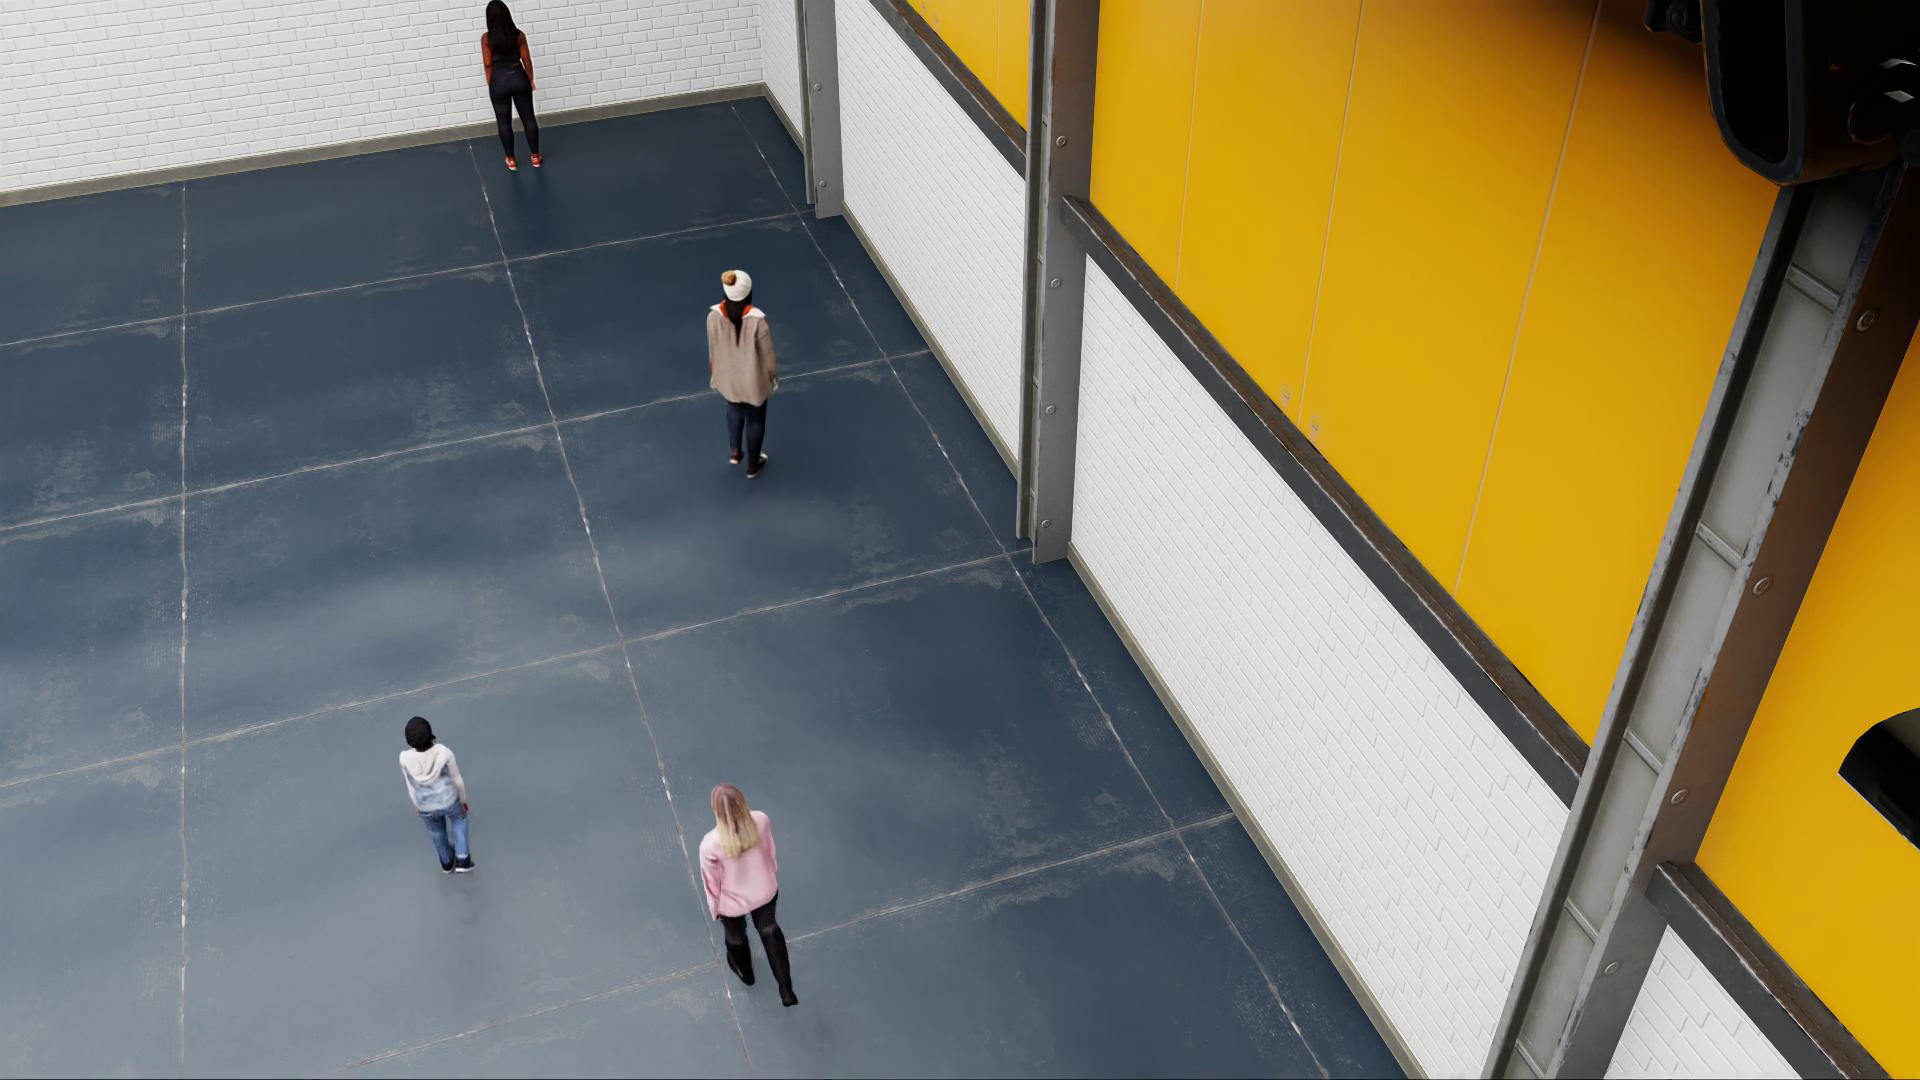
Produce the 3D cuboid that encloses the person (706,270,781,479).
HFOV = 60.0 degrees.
[{"bbox_3d":[-1.763,-1.280,13.141,0.827,1.877,0.865,11,40,14],"label":"person"}]

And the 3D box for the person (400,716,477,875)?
[{"bbox_3d":[-3.163,1.592,10.047,0.502,1.251,0.585,-10,40,-12],"label":"person"}]

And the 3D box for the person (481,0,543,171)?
[{"bbox_3d":[-4.774,-4.828,17.633,0.636,1.815,0.595,-13,41,-16],"label":"person"}]

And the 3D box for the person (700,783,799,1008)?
[{"bbox_3d":[-1.153,1.999,9.197,0.711,1.676,0.960,-21,43,-24],"label":"person"}]
